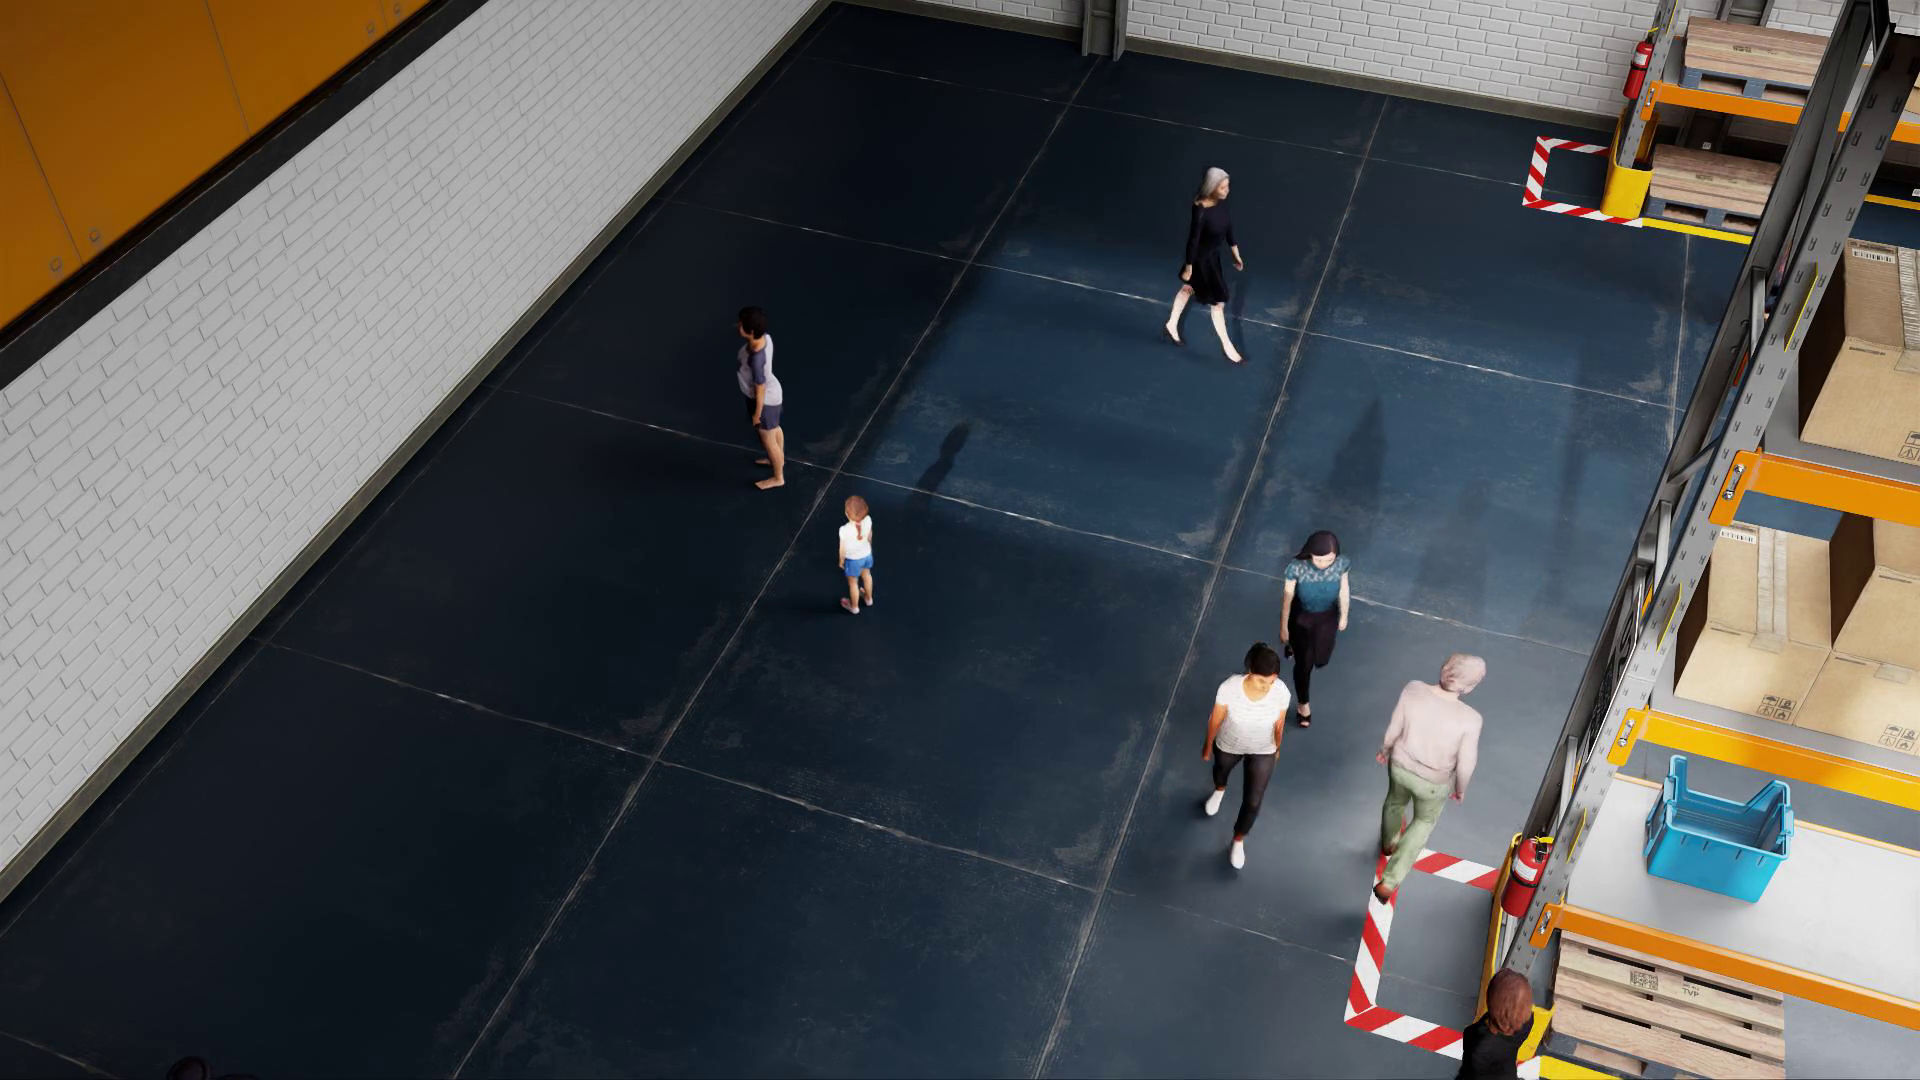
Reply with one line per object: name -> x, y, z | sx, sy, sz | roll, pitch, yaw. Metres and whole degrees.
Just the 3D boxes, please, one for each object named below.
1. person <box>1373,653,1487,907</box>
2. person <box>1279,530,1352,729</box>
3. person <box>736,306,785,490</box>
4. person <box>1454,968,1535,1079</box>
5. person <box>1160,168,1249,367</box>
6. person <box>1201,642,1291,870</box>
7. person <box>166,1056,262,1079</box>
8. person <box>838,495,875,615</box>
person -> 2.582, 1.379, 9.427 | 1.065, 1.845, 0.922 | 23, 48, 22
person -> 2.192, 0.465, 10.489 | 0.889, 1.703, 0.878 | -6, 44, -6
person -> -1.446, -1.064, 12.195 | 0.635, 1.564, 0.632 | -1, 44, -1
person -> 2.632, 2.718, 8.139 | 0.848, 1.683, 0.992 | -33, 52, -30
person -> 1.868, -2.237, 13.316 | 1.069, 1.717, 0.696 | 21, 48, 21
person -> 1.694, 1.139, 9.848 | 0.844, 1.611, 0.740 | 11, 45, 11
person -> -3.419, 2.923, 7.934 | 0.796, 1.669, 0.856 | -18, 47, -18
person -> -0.704, 0.090, 11.379 | 0.483, 1.019, 0.522 | -29, 51, -27
